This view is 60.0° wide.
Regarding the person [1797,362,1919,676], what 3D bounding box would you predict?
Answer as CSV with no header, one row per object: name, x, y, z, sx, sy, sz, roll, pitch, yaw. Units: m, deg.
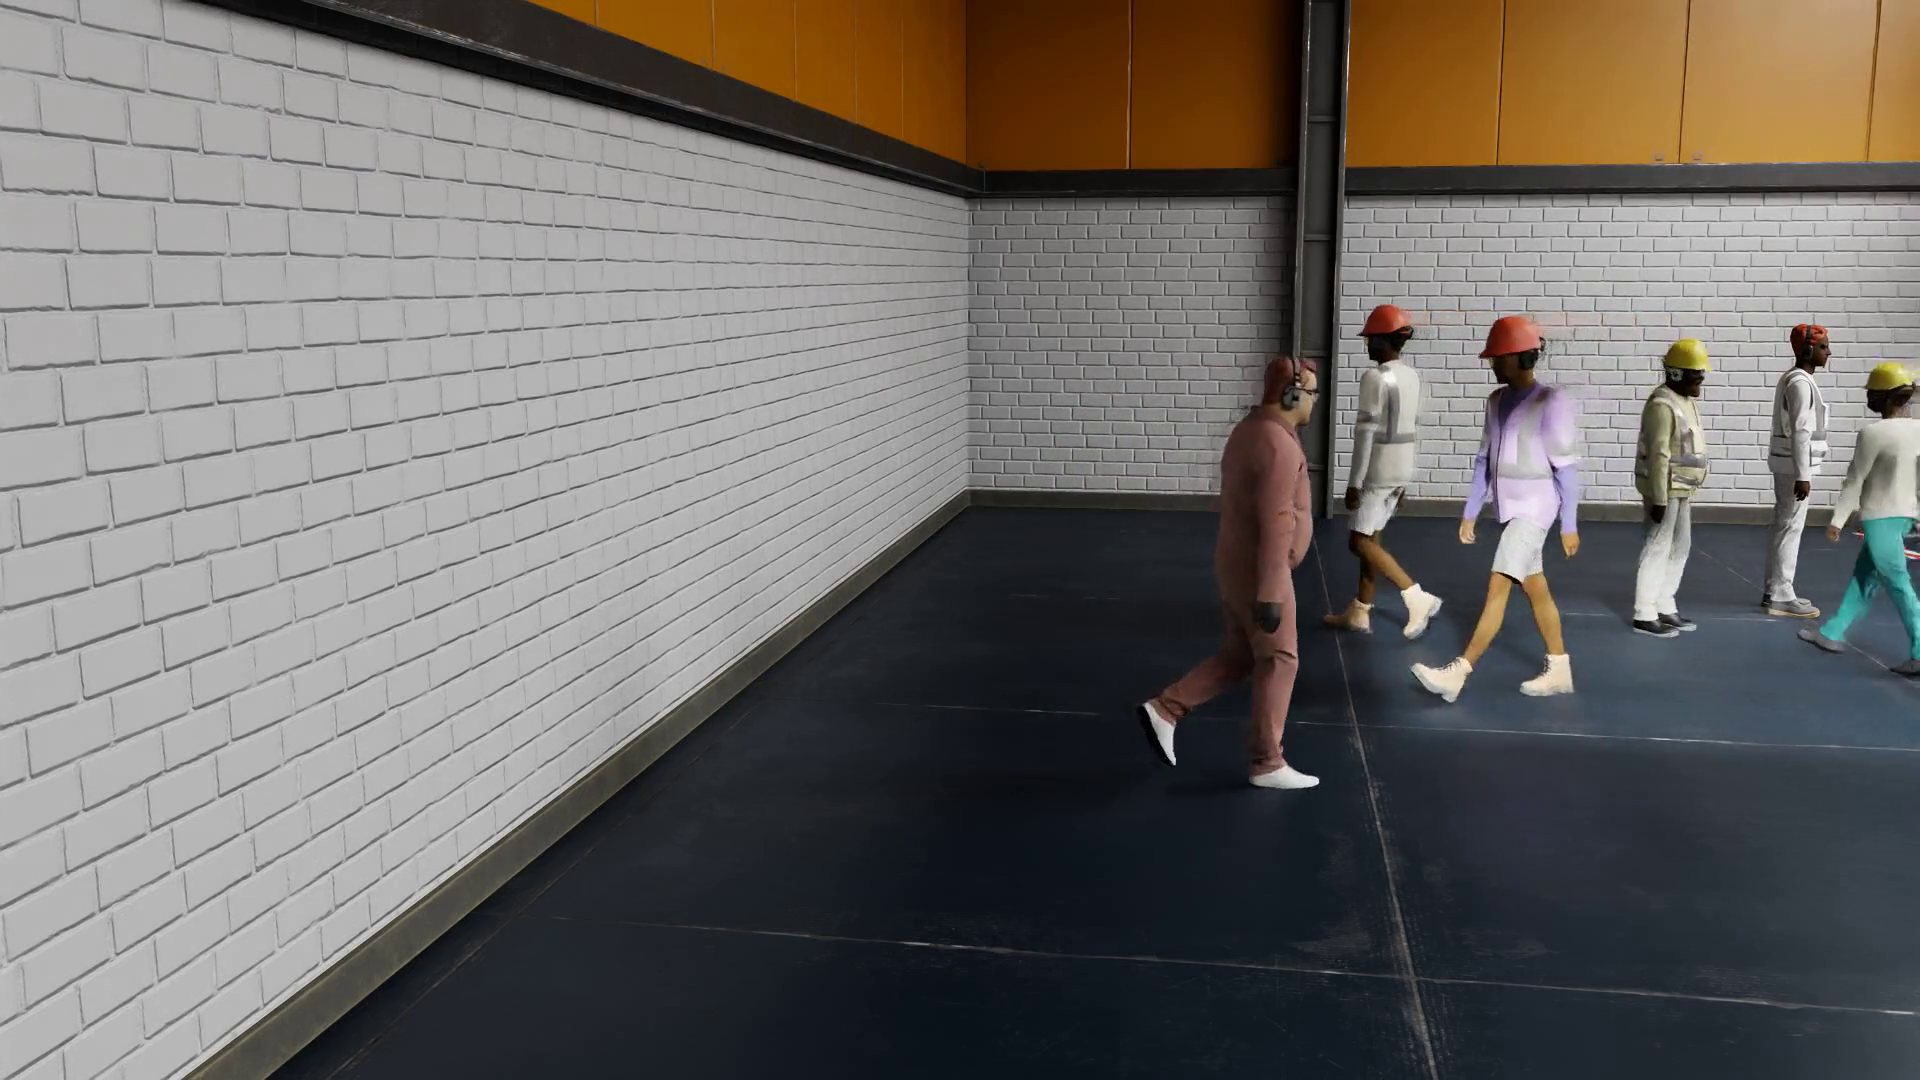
person,5.171,-0.129,9.325,0.537,1.721,0.948,-5,10,-29

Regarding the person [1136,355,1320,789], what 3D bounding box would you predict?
person,1.172,0.147,7.095,0.689,1.874,0.673,0,9,-3

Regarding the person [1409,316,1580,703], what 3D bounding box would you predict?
person,2.780,-0.140,8.534,1.047,1.980,0.621,-2,9,-13

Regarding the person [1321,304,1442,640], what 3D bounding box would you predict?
person,2.550,-0.394,9.976,0.779,2.024,0.651,7,12,37

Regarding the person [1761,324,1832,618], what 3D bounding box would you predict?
person,5.413,-0.448,10.750,0.350,1.882,0.583,3,10,19

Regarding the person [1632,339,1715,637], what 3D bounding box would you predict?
person,4.338,-0.311,10.135,0.428,1.817,0.606,7,11,35
